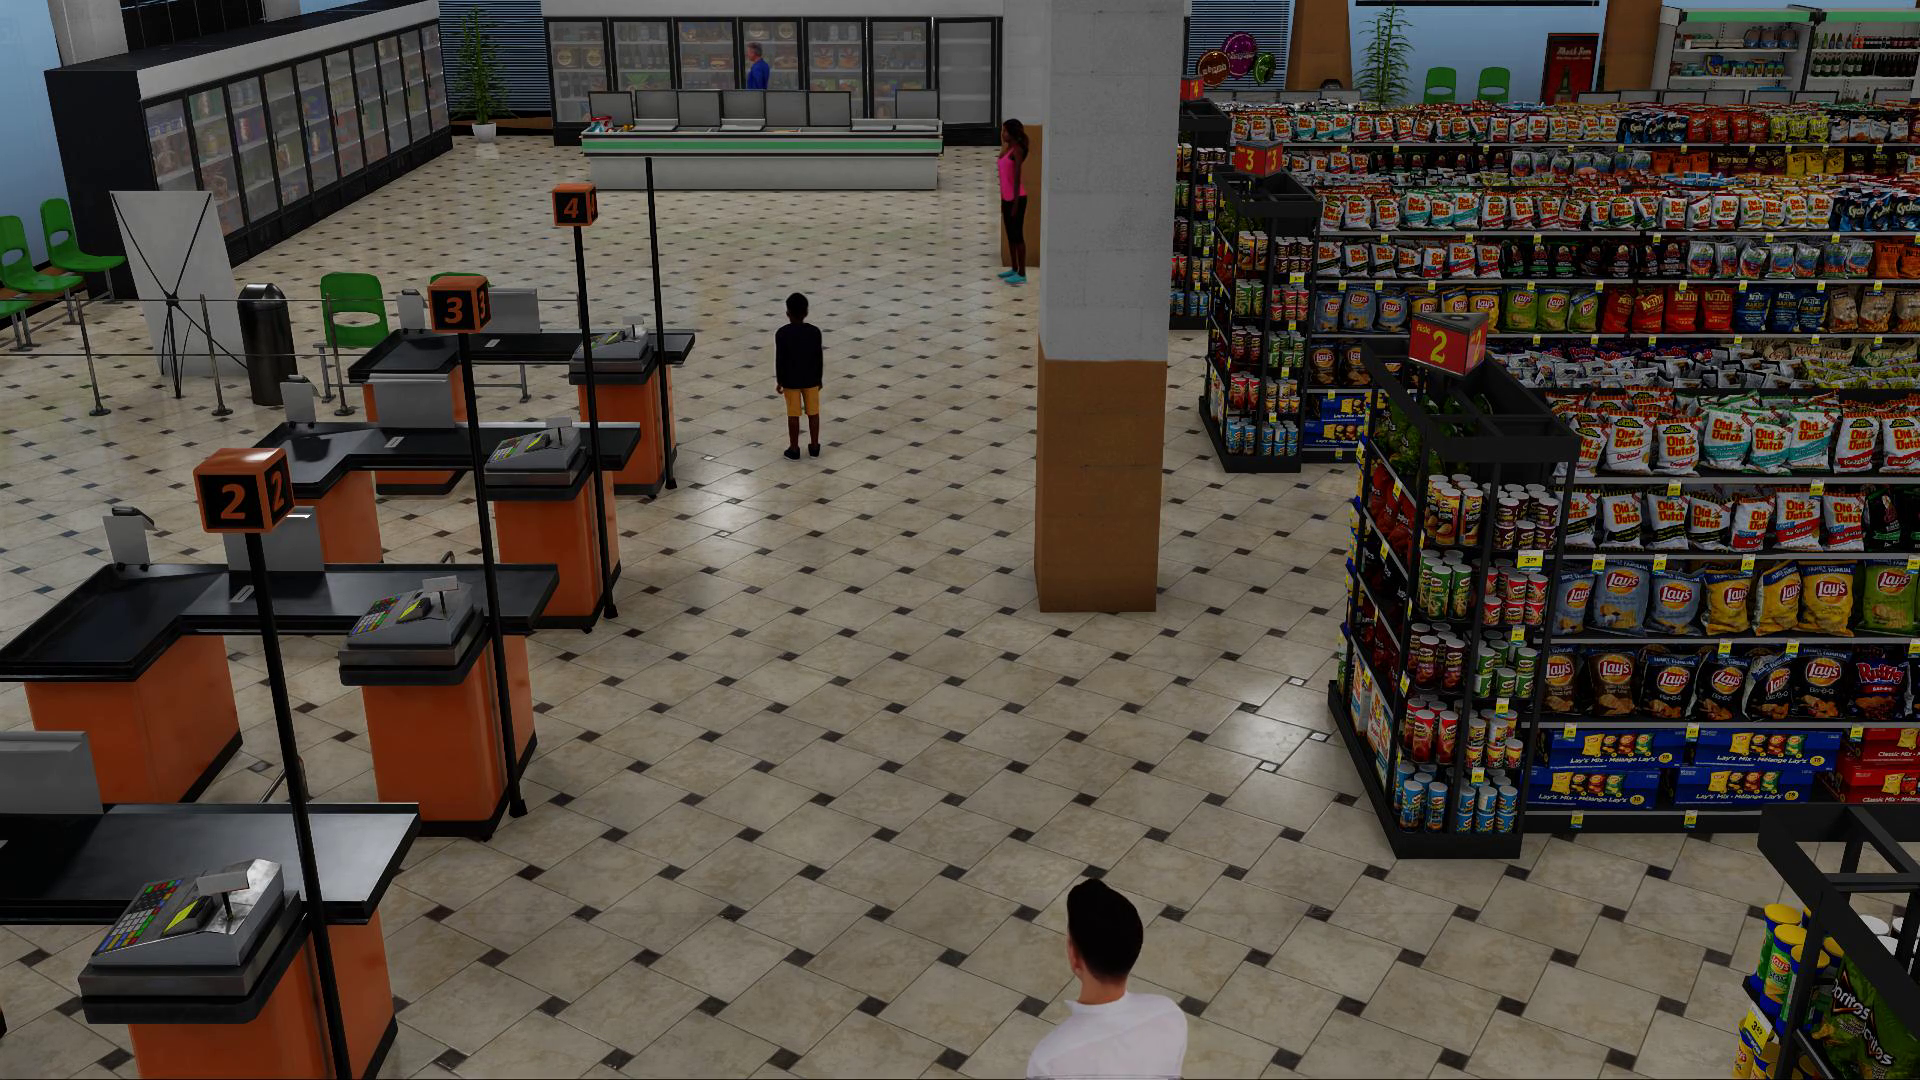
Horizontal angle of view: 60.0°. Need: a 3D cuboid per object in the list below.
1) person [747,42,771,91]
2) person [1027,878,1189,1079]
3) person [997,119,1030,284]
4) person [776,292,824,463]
[{"bbox_3d":[-2.935,-6.354,24.506,0.570,1.751,0.738,2,22,5],"label":"person"},{"bbox_3d":[0.363,1.715,4.266,0.665,1.869,0.772,-12,25,-27],"label":"person"},{"bbox_3d":[0.580,-3.613,17.720,0.629,1.723,0.610,-7,23,-16],"label":"person"},{"bbox_3d":[-1.187,-1.215,12.357,0.554,1.272,0.644,-8,23,-19],"label":"person"}]
